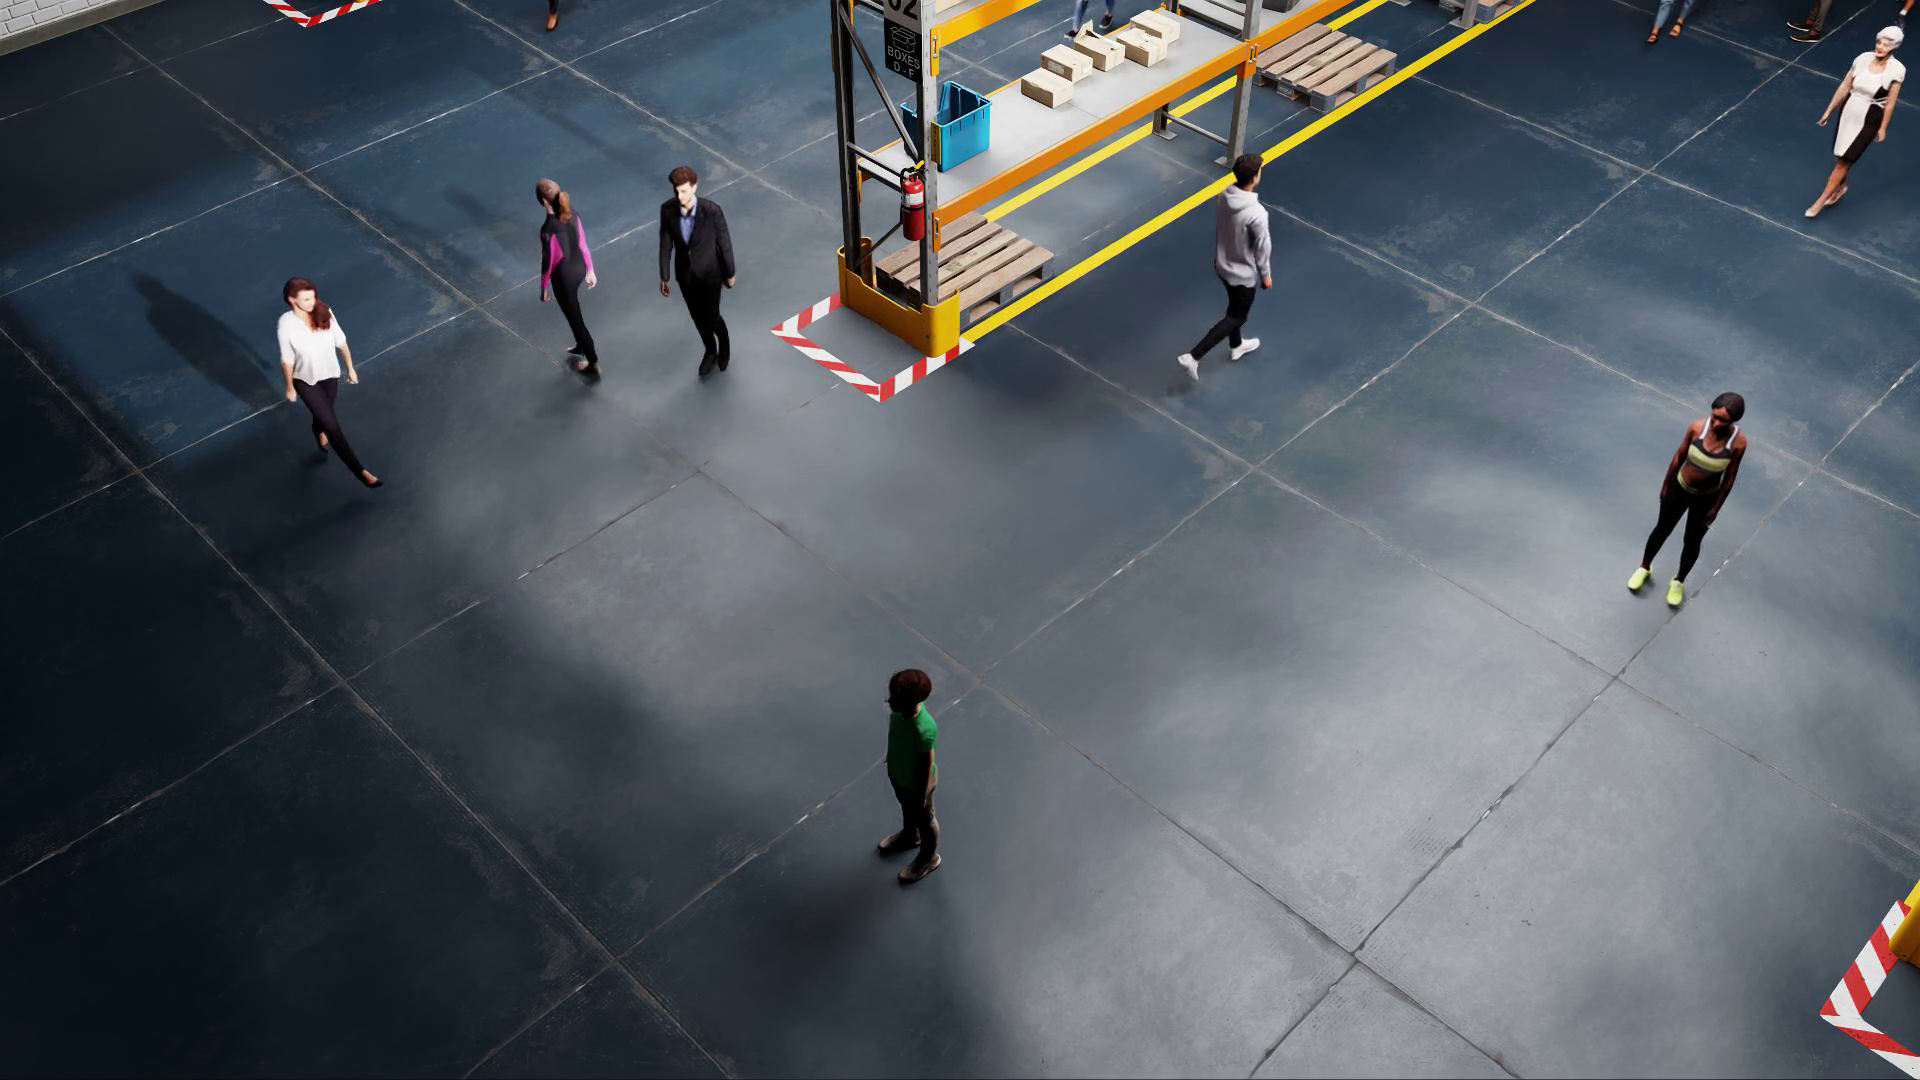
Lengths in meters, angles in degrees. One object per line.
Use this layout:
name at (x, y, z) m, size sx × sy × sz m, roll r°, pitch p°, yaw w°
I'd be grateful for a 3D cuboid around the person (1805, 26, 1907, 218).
person at (7.975, -3.705, 14.651) m, size 0.943 × 1.732 × 0.785 m, roll -23°, pitch 48°, yaw -22°

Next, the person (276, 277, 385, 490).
person at (-4.695, -1.184, 12.009) m, size 0.795 × 1.727 × 1.114 m, roll 33°, pitch 52°, yaw 30°

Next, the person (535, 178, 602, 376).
person at (-2.948, -1.990, 12.849) m, size 0.718 × 1.734 × 0.663 m, roll 23°, pitch 48°, yaw 22°

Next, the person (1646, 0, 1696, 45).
person at (7.546, -5.922, 17.037) m, size 0.702 × 1.651 × 1.029 m, roll 28°, pitch 50°, yaw 26°

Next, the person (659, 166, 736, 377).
person at (-1.998, -2.136, 12.904) m, size 0.824 × 1.871 × 0.833 m, roll 11°, pitch 45°, yaw 11°

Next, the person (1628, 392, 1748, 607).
person at (4.894, -0.301, 11.064) m, size 0.591 × 1.751 × 0.565 m, roll 26°, pitch 49°, yaw 25°

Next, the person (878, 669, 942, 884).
person at (-0.263, 1.306, 9.451) m, size 0.614 × 1.649 × 0.634 m, roll -20°, pitch 47°, yaw -20°

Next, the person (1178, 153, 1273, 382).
person at (2.076, -2.055, 12.794) m, size 1.219 × 1.905 × 0.888 m, roll -22°, pitch 48°, yaw -22°

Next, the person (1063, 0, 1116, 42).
person at (1.486, -6.004, 17.128) m, size 0.793 × 1.644 × 1.138 m, roll 23°, pitch 48°, yaw 22°
